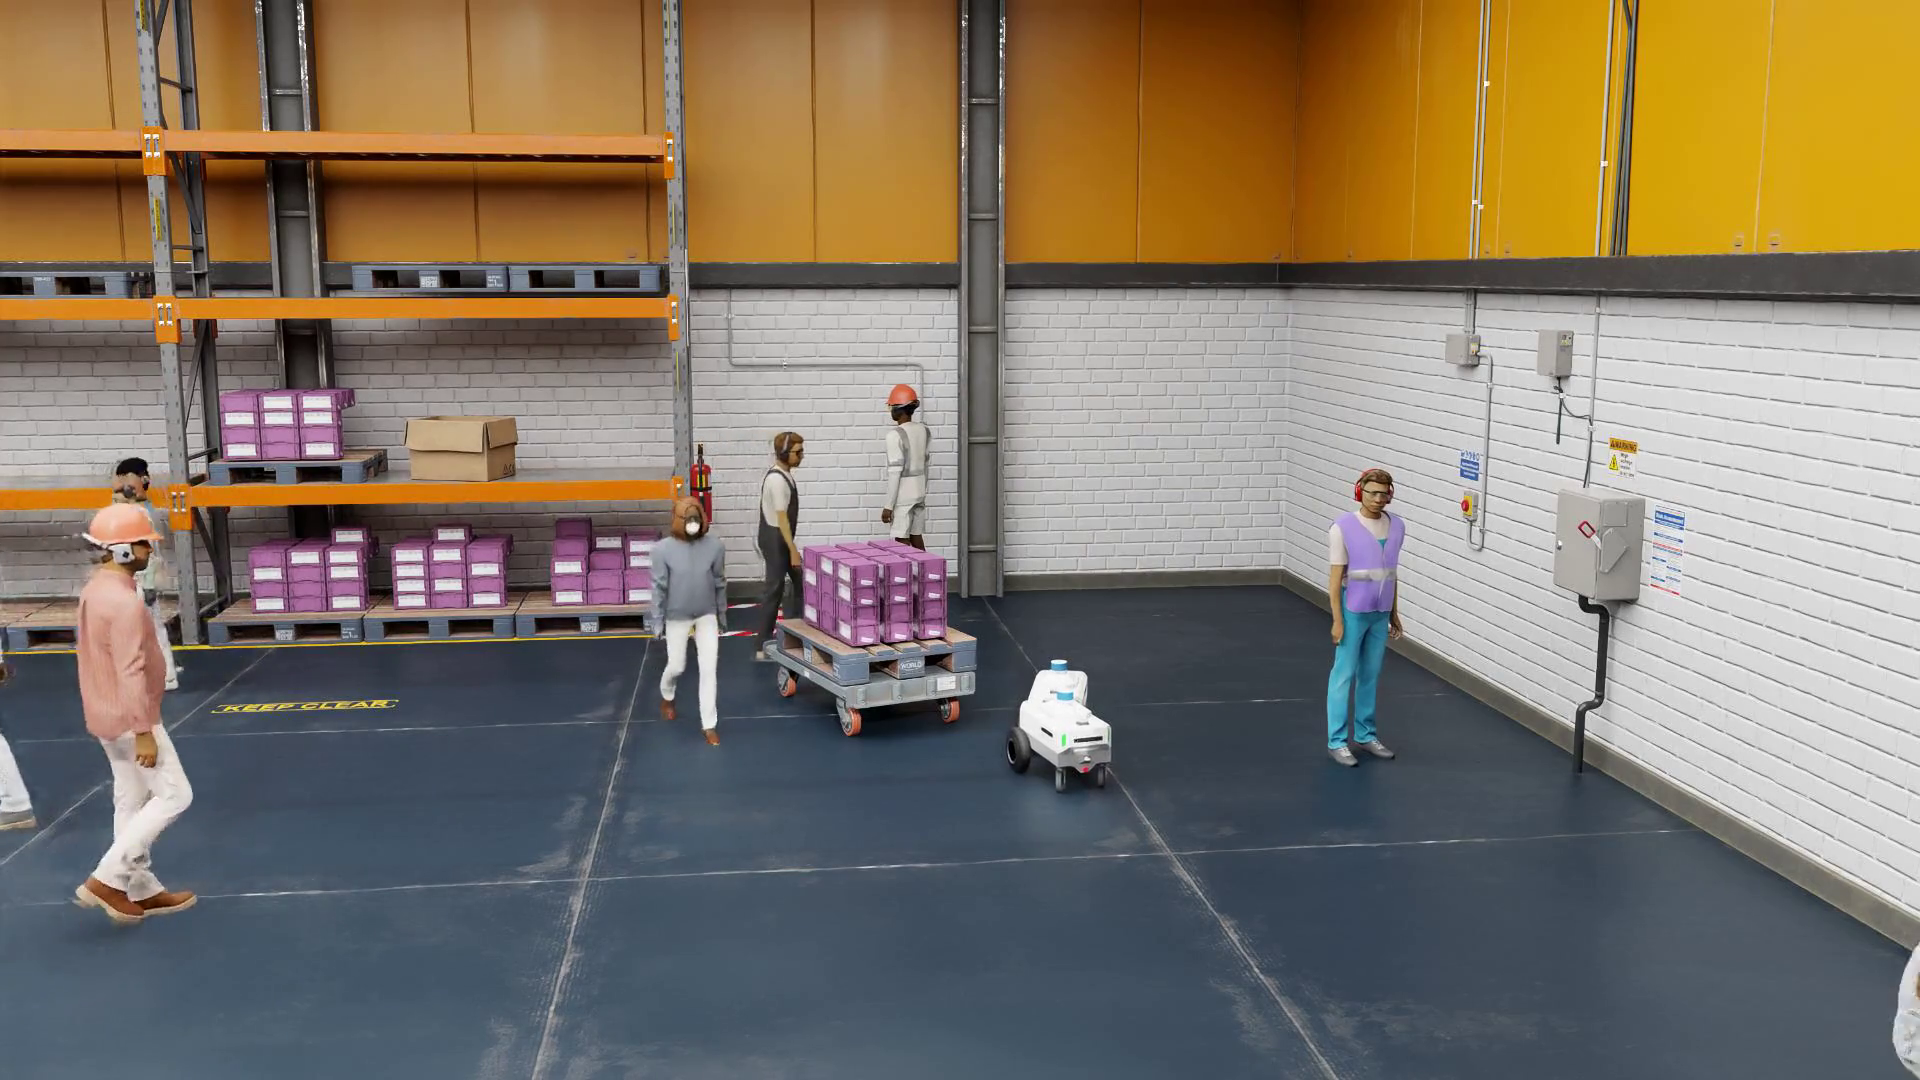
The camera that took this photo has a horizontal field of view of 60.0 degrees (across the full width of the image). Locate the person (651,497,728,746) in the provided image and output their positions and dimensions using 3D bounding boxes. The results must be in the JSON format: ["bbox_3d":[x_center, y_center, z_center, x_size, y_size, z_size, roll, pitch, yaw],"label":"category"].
[{"bbox_3d":[-1.786,0.495,10.893,0.508,1.611,0.715,-4,10,-23],"label":"person"}]

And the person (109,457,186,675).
[{"bbox_3d":[-6.317,0.201,12.548,0.788,1.673,0.540,0,9,-2],"label":"person"}]

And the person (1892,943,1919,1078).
[{"bbox_3d":[3.233,1.254,5.167,0.646,1.920,0.484,-4,10,-22],"label":"person"}]

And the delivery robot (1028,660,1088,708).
[{"bbox_3d":[0.631,1.011,10.643,0.477,0.478,0.707,1,9,7],"label":"delivery robot"}]

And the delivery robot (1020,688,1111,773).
[{"bbox_3d":[0.625,1.128,9.913,0.477,0.478,0.707,-3,10,-19],"label":"delivery robot"}]

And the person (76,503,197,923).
[{"bbox_3d":[-3.836,0.815,7.698,0.440,1.983,0.639,-8,12,-40],"label":"person"}]

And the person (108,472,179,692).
[{"bbox_3d":[-5.938,0.336,11.862,0.633,1.611,0.517,-6,11,-33],"label":"person"}]

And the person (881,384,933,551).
[{"bbox_3d":[-0.504,-0.378,14.966,0.378,2.045,0.605,6,11,31],"label":"person"}]

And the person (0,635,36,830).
[{"bbox_3d":[-5.504,0.691,8.925,0.941,1.836,0.606,-2,9,-10],"label":"person"}]

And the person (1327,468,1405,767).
[{"bbox_3d":[2.510,0.465,10.342,0.565,1.840,0.396,-5,10,-30],"label":"person"}]

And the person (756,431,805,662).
[{"bbox_3d":[-1.287,0.062,12.922,0.710,1.818,0.520,0,9,0],"label":"person"}]
